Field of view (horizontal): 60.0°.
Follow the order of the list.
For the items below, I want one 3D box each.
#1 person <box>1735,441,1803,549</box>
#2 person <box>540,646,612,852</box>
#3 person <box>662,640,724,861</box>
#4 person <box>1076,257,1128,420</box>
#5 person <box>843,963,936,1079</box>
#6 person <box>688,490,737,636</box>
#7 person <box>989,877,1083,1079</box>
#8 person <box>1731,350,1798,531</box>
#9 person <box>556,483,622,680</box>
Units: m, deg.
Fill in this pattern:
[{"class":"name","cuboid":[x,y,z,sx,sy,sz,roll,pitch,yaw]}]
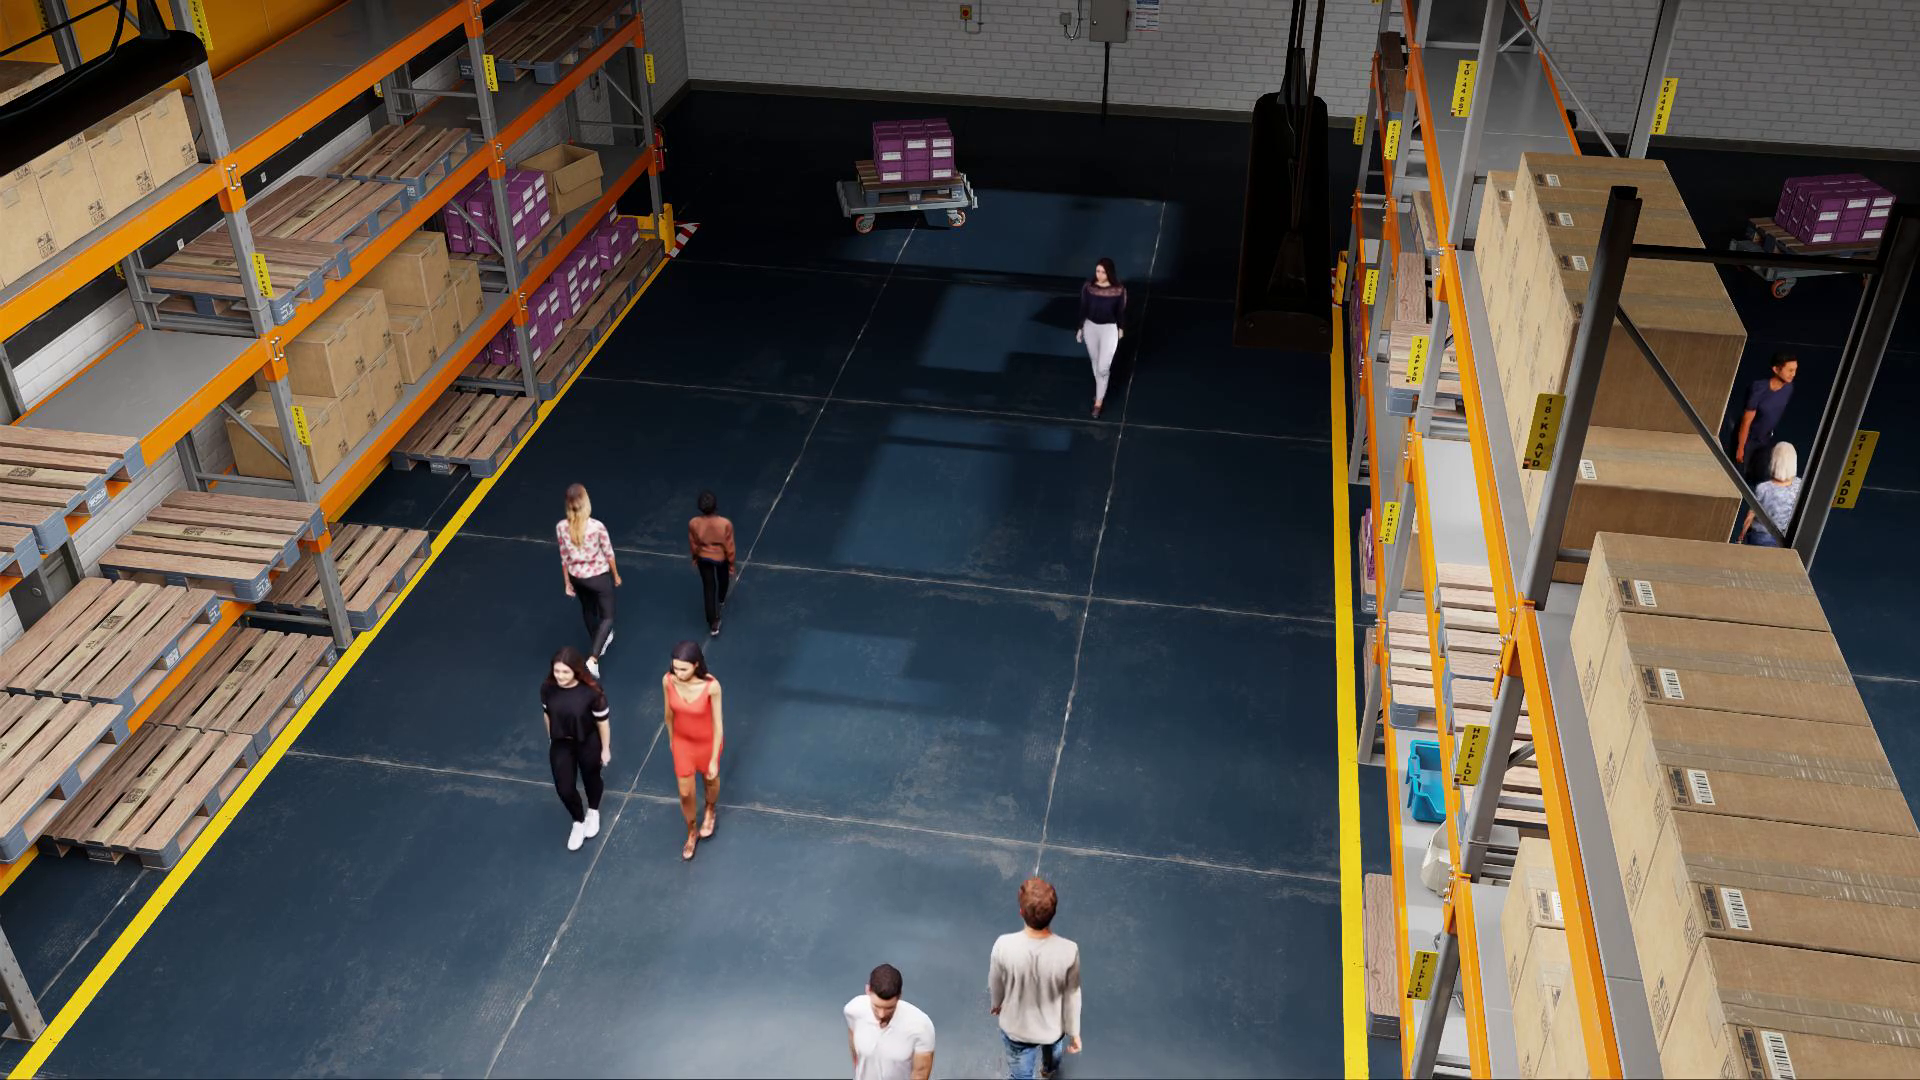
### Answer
[{"class":"person","cuboid":[6.401,0.087,13.105,0.926,1.665,1.224,-6,34,-9]},{"class":"person","cuboid":[-2.562,1.326,11.276,0.645,1.626,0.658,1,34,2]},{"class":"person","cuboid":[-1.751,1.314,11.227,0.605,1.700,0.738,4,34,6]},{"class":"person","cuboid":[1.410,-2.058,16.405,0.724,1.585,0.916,15,36,21]},{"class":"person","cuboid":[-0.318,2.857,8.791,0.796,1.828,1.158,12,35,17]},{"class":"person","cuboid":[-1.998,0.186,13.356,0.665,1.222,0.940,-2,34,-2]},{"class":"person","cuboid":[0.395,2.703,9.015,0.753,1.836,1.240,2,34,4]},{"class":"person","cuboid":[6.853,-0.921,14.525,0.783,1.773,0.846,-9,35,-13]},{"class":"person","cuboid":[-2.855,0.330,12.783,0.590,1.617,0.970,8,34,12]}]
